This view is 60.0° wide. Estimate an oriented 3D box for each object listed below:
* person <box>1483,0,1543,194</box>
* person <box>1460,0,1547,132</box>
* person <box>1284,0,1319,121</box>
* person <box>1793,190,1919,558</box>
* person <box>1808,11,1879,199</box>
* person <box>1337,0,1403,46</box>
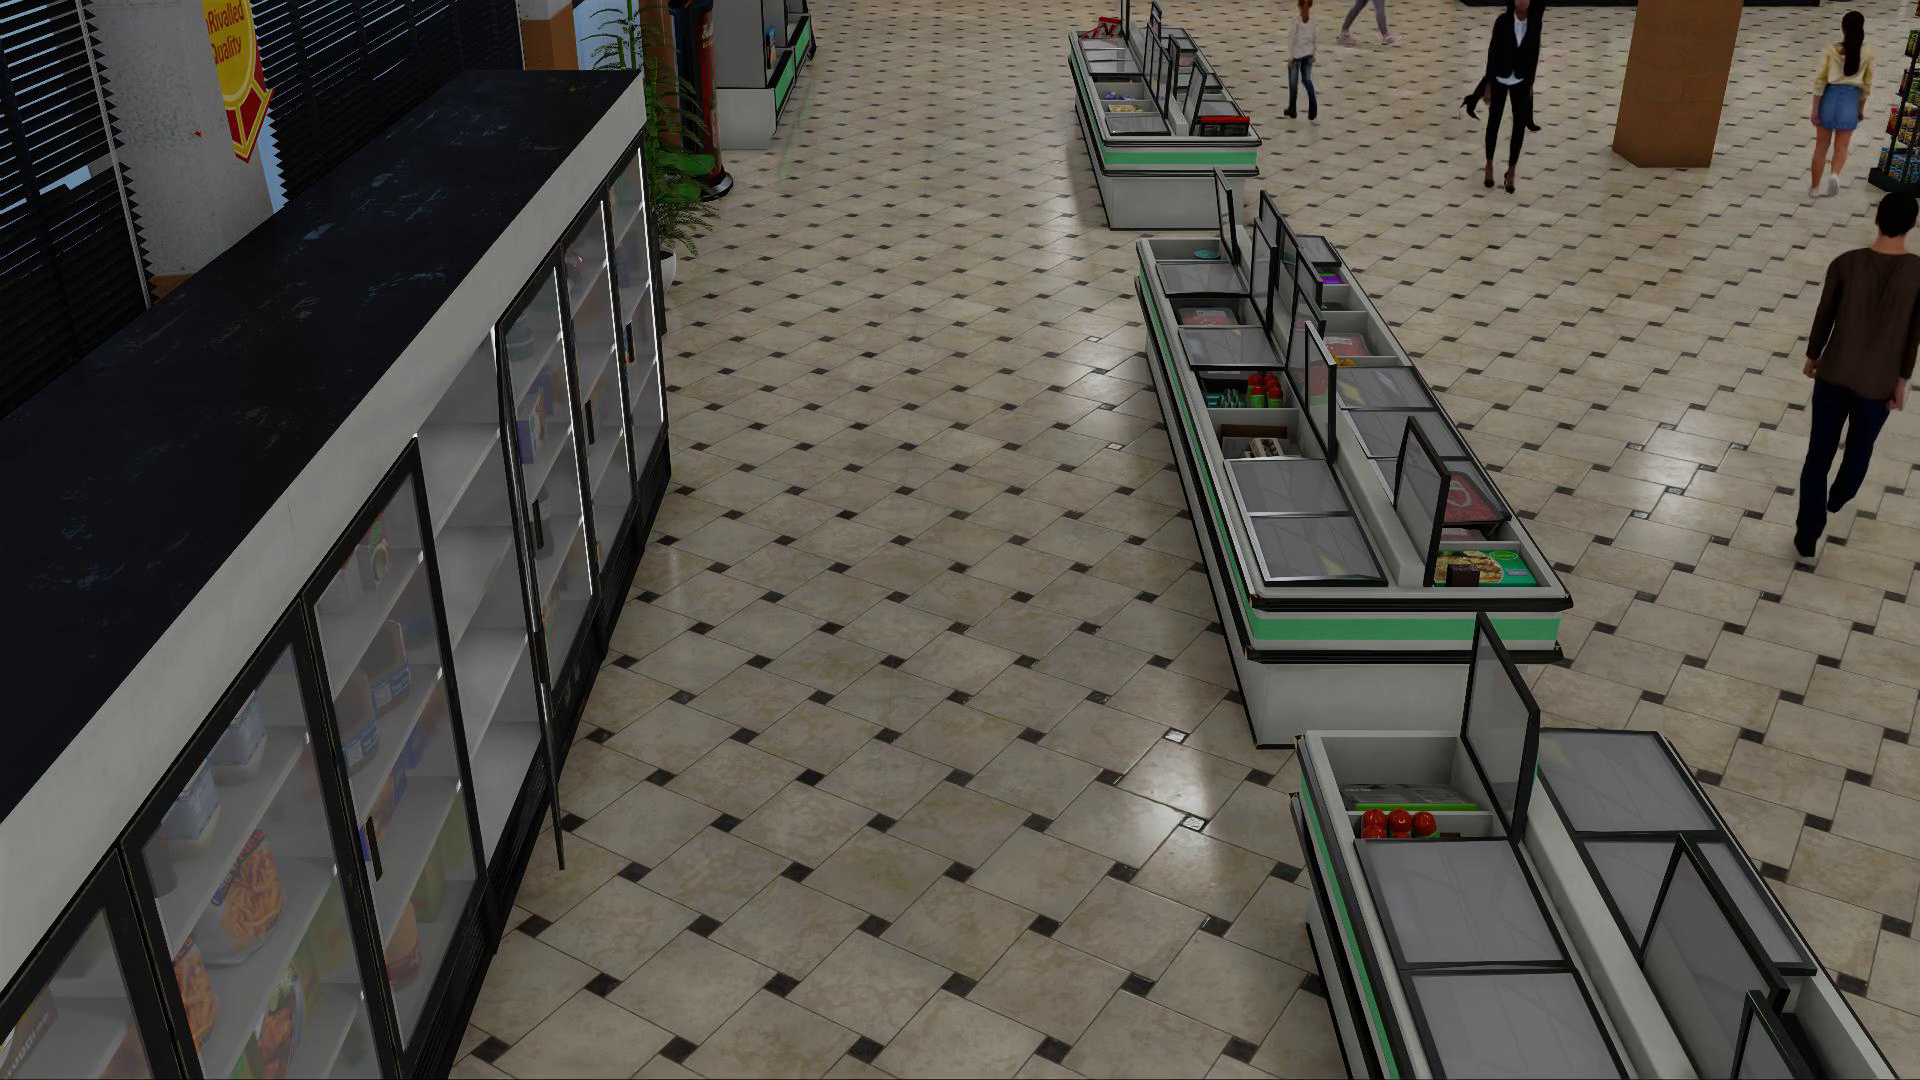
[{"bbox_3d":[4.892,-4.055,14.883,0.669,1.817,0.785,4,27,8],"label":"person"},{"bbox_3d":[5.607,-5.073,16.996,1.051,1.722,1.147,13,30,25],"label":"person"},{"bbox_3d":[3.601,-5.025,17.367,0.614,1.301,0.904,-7,28,-13],"label":"person"},{"bbox_3d":[4.521,-0.778,8.409,1.011,1.829,1.249,13,30,25],"label":"person"},{"bbox_3d":[7.669,-3.747,14.498,0.841,1.615,1.010,10,29,19],"label":"person"},{"bbox_3d":[5.158,-7.105,21.169,0.786,1.572,1.026,6,28,12],"label":"person"}]
